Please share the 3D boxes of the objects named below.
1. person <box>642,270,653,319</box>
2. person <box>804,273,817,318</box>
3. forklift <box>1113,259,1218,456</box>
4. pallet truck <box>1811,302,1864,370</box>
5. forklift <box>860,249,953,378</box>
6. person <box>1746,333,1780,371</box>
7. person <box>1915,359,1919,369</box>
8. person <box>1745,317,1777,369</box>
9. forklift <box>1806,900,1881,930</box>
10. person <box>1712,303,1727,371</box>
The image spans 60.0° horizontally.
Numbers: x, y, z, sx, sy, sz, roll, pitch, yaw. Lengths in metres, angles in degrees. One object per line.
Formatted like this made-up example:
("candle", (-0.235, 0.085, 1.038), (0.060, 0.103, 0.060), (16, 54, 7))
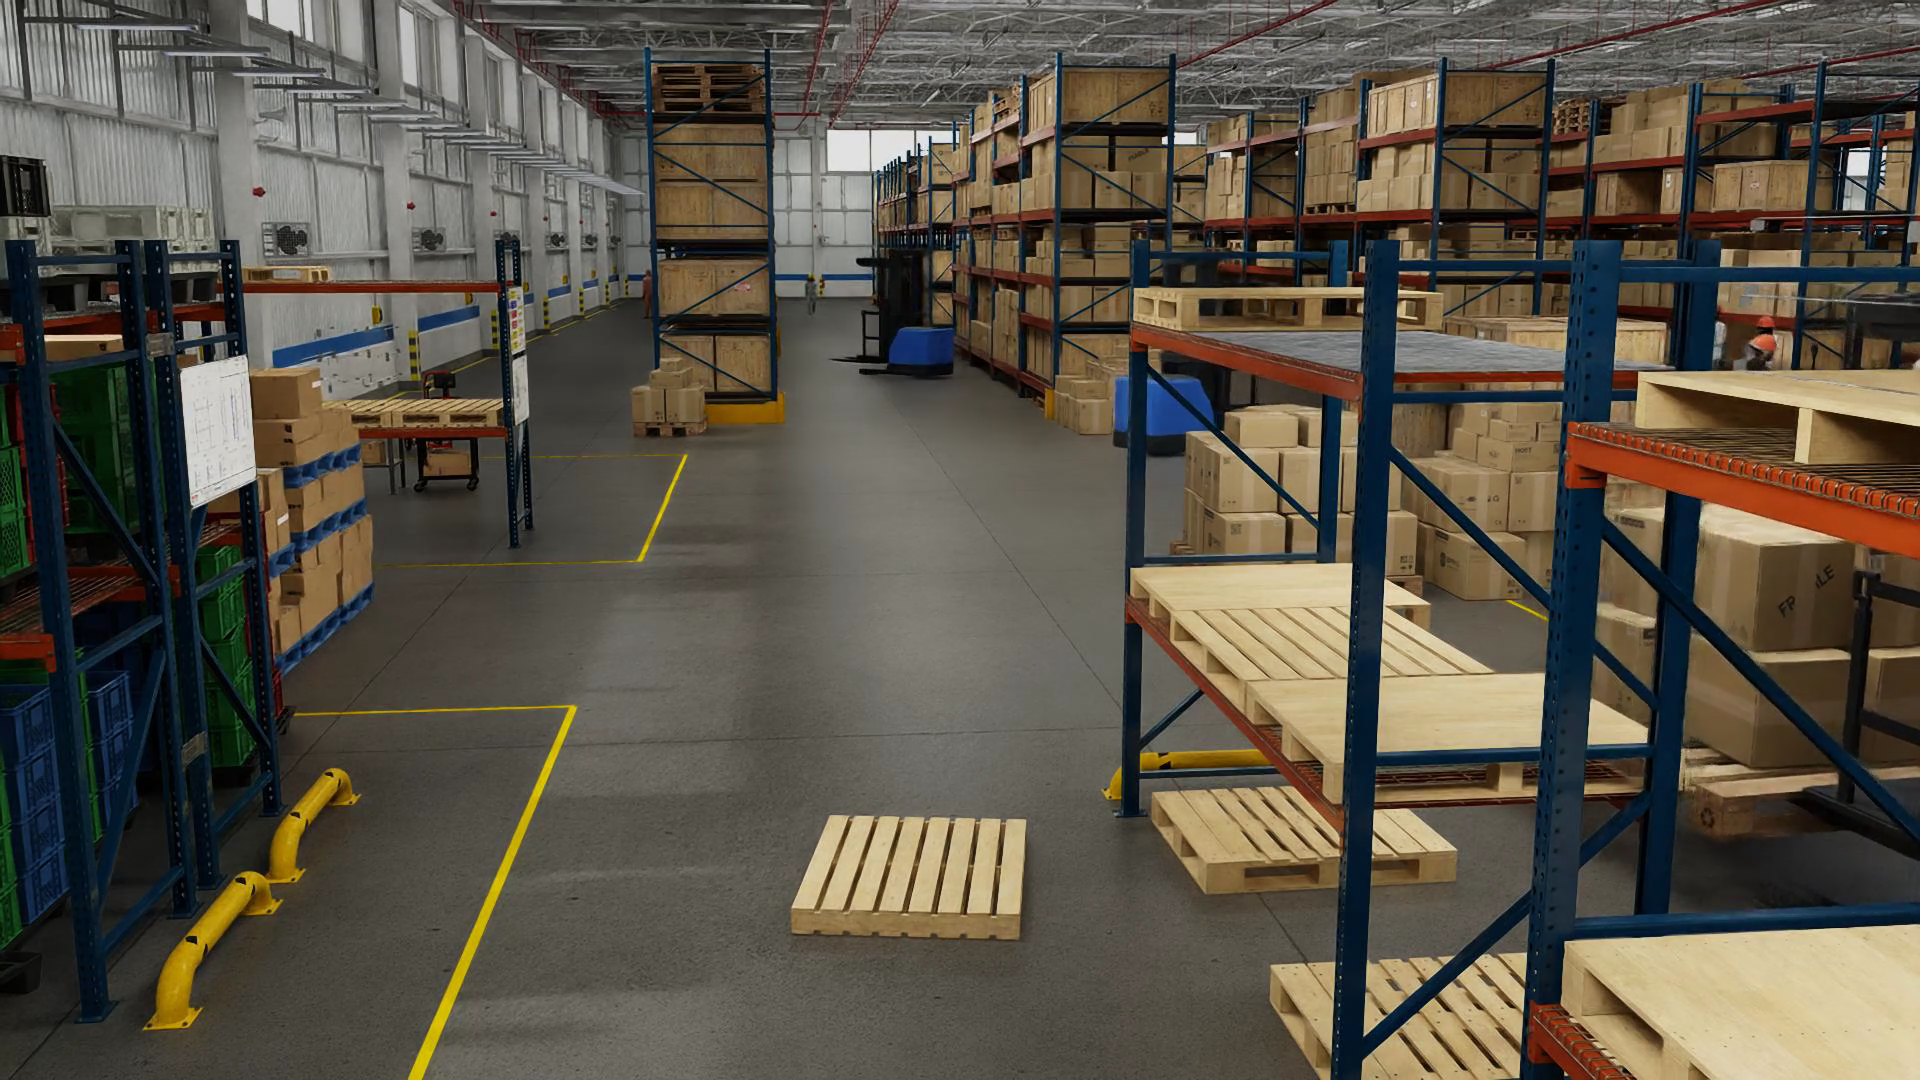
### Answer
("person", (-12.053, -9.526, 64.463), (0.400, 1.894, 0.652), (8, 13, 39))
("person", (-5.852, -9.586, 65.234), (0.496, 1.725, 0.440), (0, 10, 0))
("forklift", (3.239, -2.684, 23.806), (1.873, 2.768, 1.129), (-6, 12, -30))
("pallet truck", (15.846, -3.142, 28.793), (1.885, 1.965, 0.823), (2, 10, 12))
("forklift", (-1.169, -5.055, 36.941), (1.873, 2.768, 1.129), (7, 13, 36))
("person", (9.124, -1.416, 19.297), (0.697, 1.969, 0.623), (-2, 10, -12))
("person", (12.027, -1.587, 20.399), (0.818, 1.907, 0.648), (-5, 11, -25))
("person", (11.988, -2.371, 24.804), (0.932, 1.891, 0.561), (-3, 11, -18))
("forklift", (4.453, 0.482, 6.261), (1.129, 2.768, 1.873), (-2, 11, -13))
("person", (13.646, -3.329, 30.075), (0.552, 1.910, 0.744), (-6, 12, -30))
